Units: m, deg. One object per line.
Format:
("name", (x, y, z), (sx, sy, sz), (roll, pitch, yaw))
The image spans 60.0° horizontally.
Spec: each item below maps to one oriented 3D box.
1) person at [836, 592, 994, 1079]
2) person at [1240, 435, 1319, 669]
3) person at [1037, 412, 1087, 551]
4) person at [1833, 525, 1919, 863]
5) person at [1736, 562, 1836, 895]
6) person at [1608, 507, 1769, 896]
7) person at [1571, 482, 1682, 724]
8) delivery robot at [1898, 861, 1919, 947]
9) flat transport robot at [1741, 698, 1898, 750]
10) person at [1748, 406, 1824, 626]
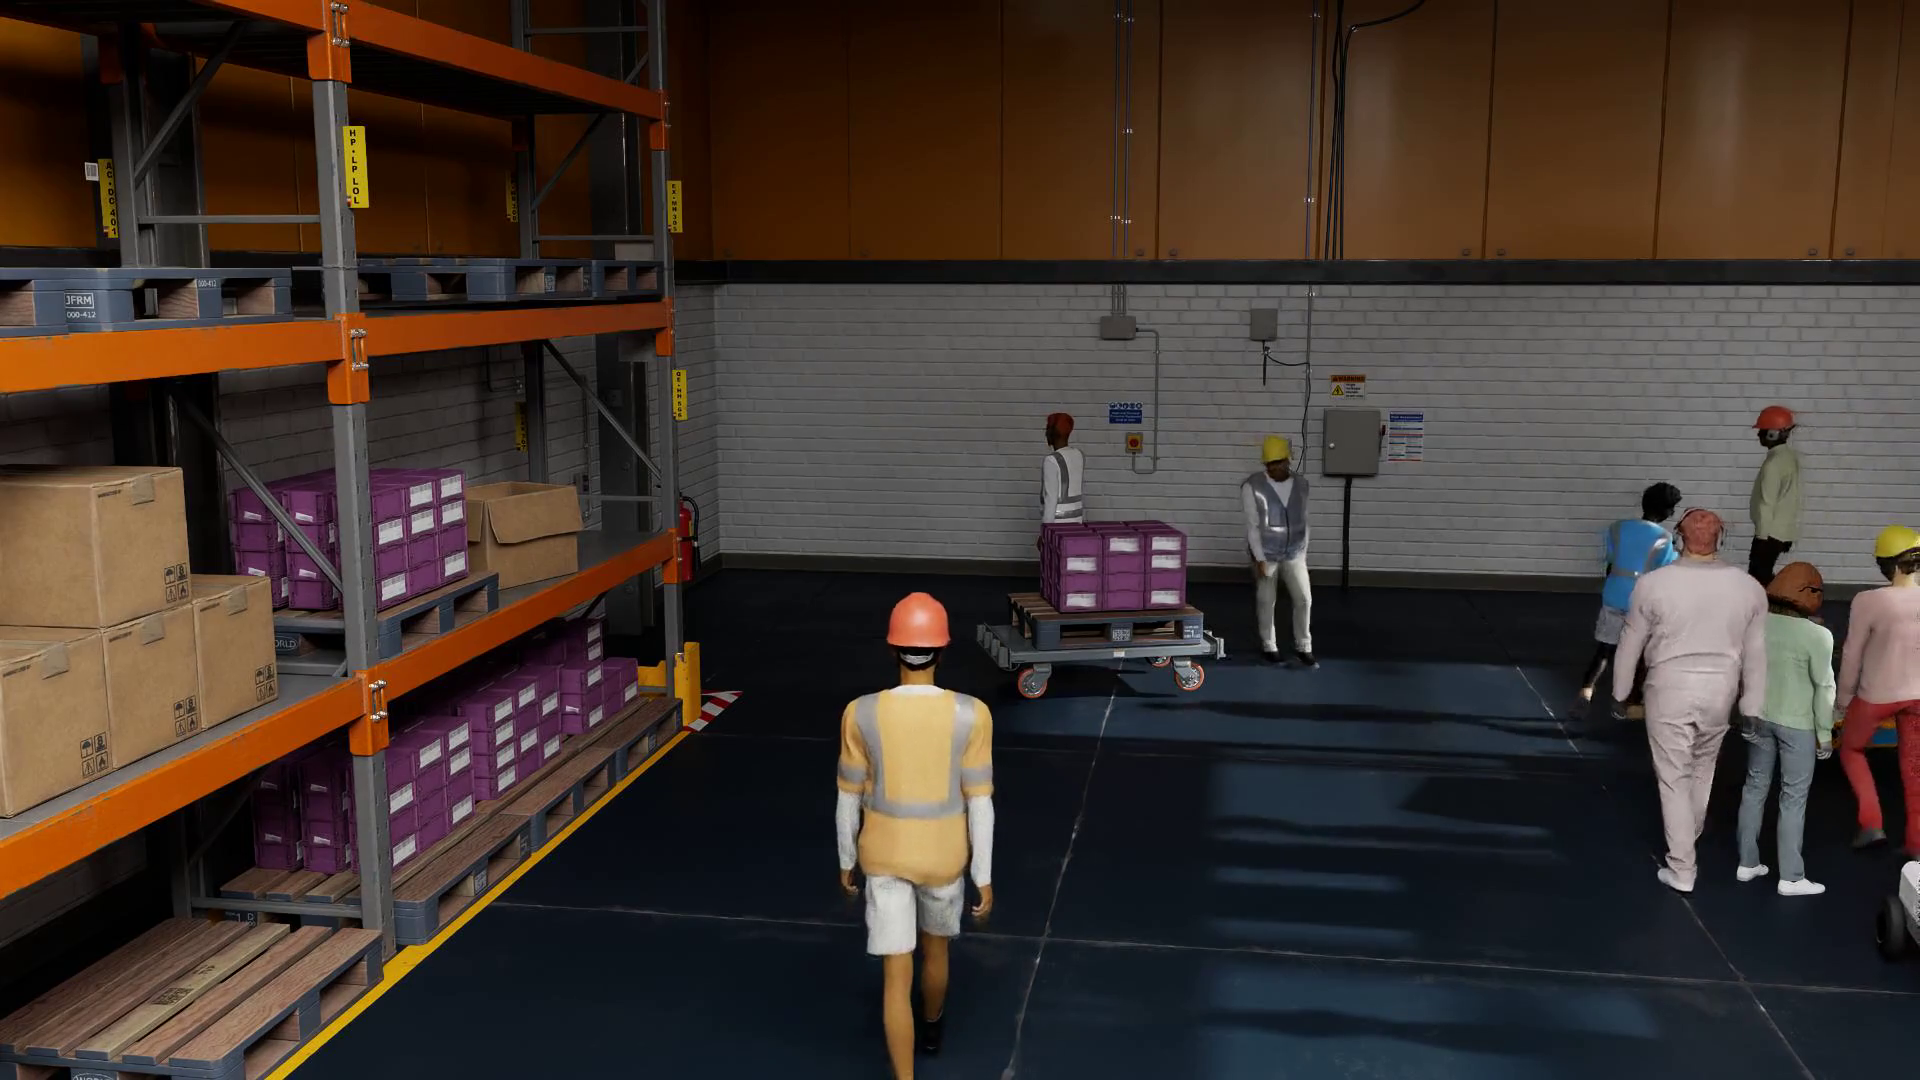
("person", (-0.167, 1.119, 6.065), (0.565, 1.882, 0.975), (0, 9, -2))
("person", (2.426, 0.104, 12.581), (0.593, 1.799, 0.635), (-2, 9, -13))
("person", (0.817, -0.103, 13.618), (0.356, 1.884, 0.574), (6, 11, 31))
("person", (4.756, 0.795, 8.487), (0.543, 1.749, 0.412), (0, 9, 0))
("person", (4.035, 0.910, 8.133), (0.279, 1.633, 0.498), (-5, 10, -26))
("person", (3.594, 0.762, 8.322), (0.661, 1.871, 0.880), (0, 9, 2))
("person", (4.398, 0.440, 10.956), (0.723, 1.654, 0.554), (-7, 12, -38))
("delivery robot", (4.234, 1.580, 7.030), (0.477, 0.478, 0.707), (3, 10, 17))
("flat transport robot", (5.890, 1.174, 10.697), (1.431, 0.197, 0.652), (0, 9, -1))
("person", (6.446, -0.065, 13.102), (0.564, 1.980, 0.620), (7, 12, 37))
